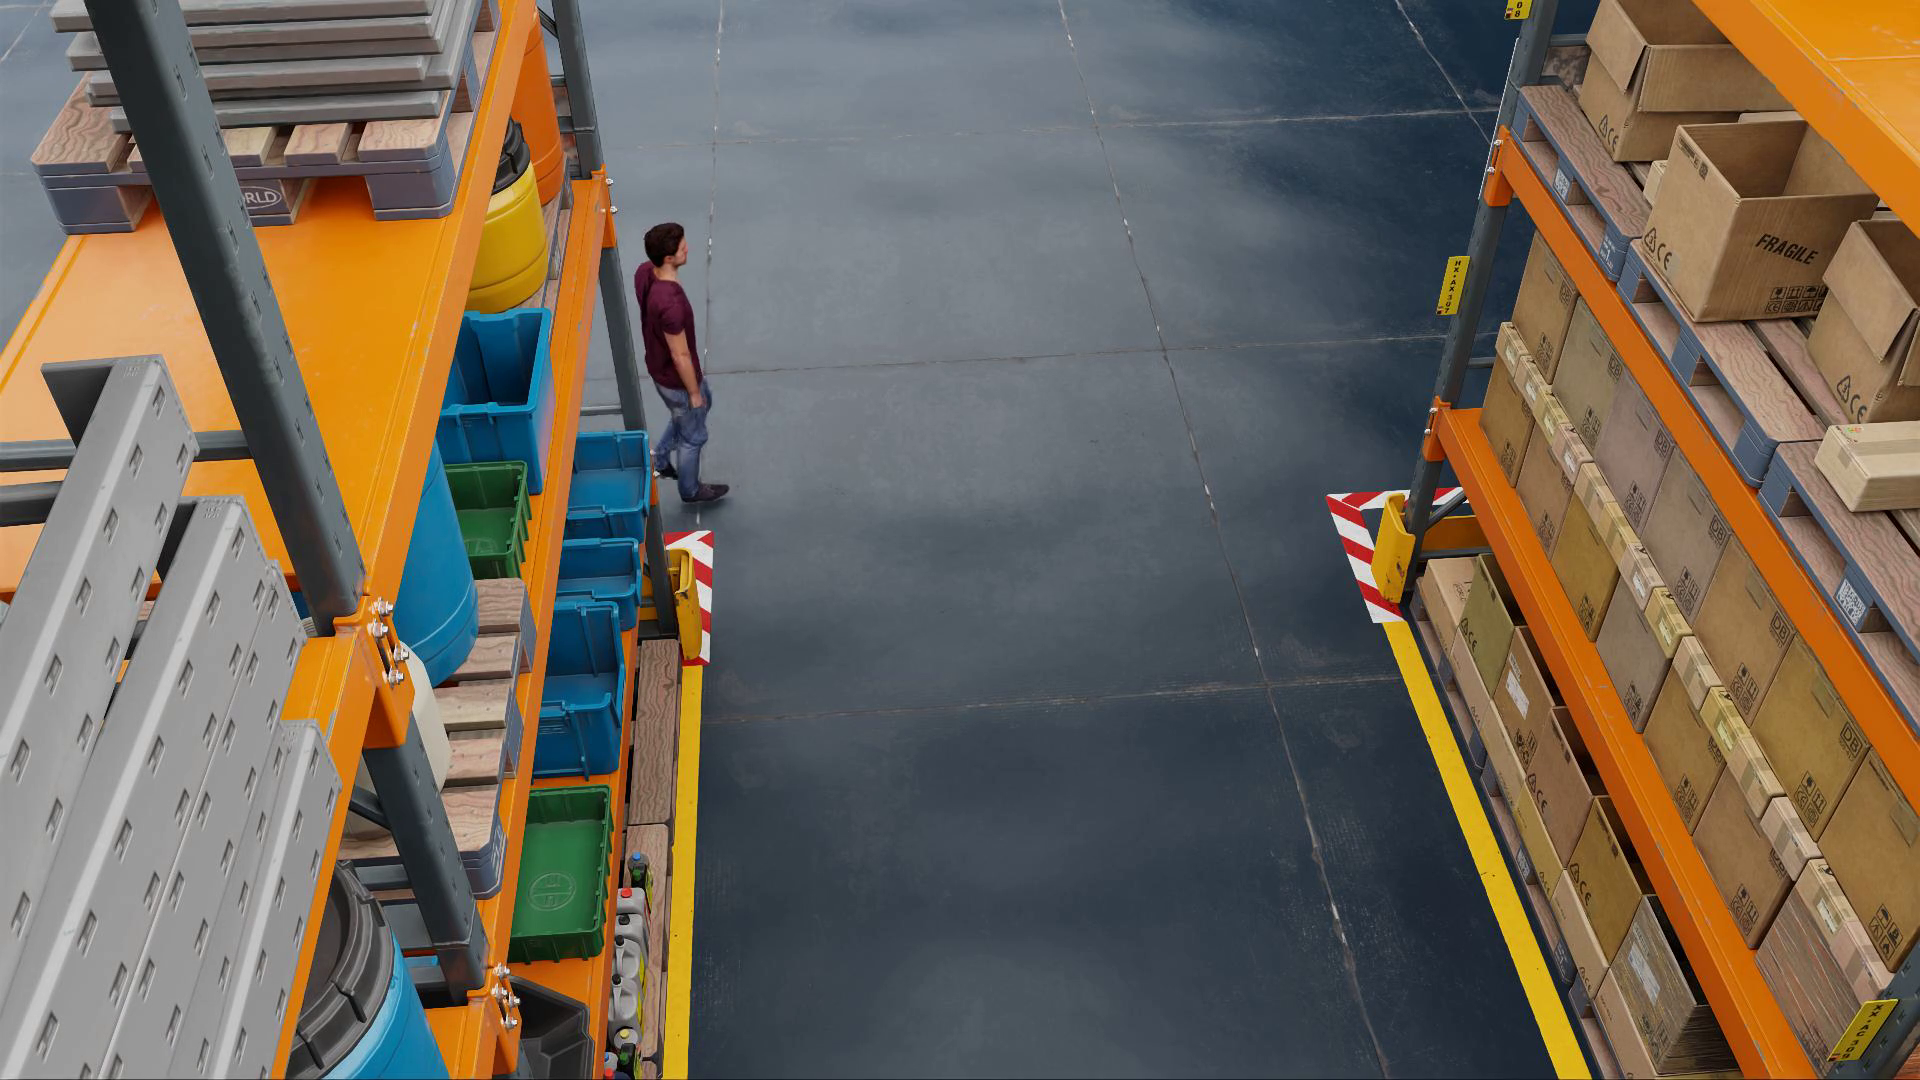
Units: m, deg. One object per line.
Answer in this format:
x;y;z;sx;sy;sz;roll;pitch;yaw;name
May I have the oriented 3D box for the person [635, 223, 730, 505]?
-1.643;-0.925;9.176;0.864;1.839;0.778;-18;45;-19;person
